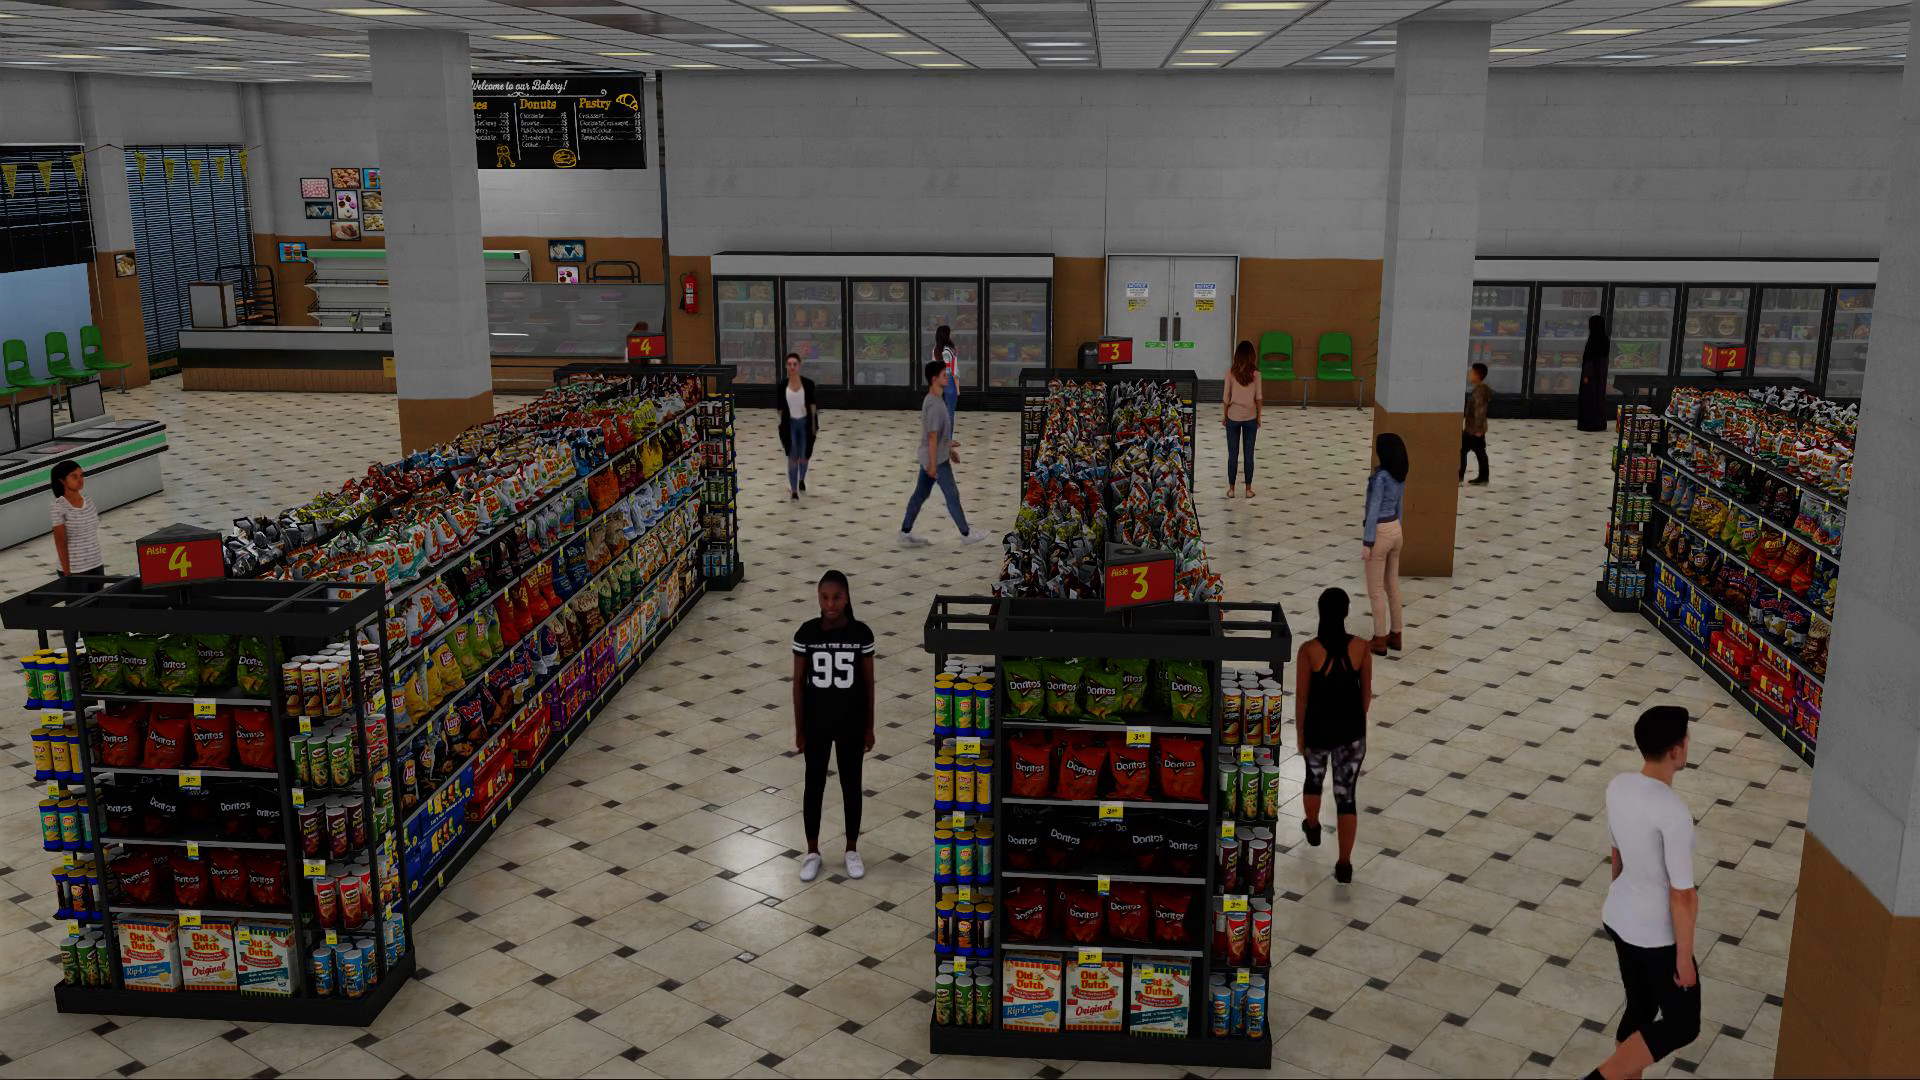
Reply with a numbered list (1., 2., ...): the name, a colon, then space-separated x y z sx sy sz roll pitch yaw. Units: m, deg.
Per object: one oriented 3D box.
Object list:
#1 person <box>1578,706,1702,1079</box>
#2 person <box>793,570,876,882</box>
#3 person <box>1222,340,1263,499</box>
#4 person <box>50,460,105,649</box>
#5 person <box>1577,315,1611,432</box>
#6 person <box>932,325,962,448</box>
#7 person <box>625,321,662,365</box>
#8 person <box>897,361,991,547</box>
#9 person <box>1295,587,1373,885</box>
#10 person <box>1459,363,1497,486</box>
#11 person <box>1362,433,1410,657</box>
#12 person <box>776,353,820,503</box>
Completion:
1. person: 2.704 1.566 6.685 0.878 1.840 0.867 -3 14 -10
2. person: -0.693 1.016 9.188 0.637 1.728 0.610 -1 14 -4
3. person: 3.202 -1.374 18.912 0.611 1.791 0.538 2 14 10
4. person: -6.750 0.197 12.737 0.649 1.646 0.496 3 14 12
5. person: 8.874 -2.331 23.236 0.719 1.611 0.778 -11 17 -38
6. person: -0.200 -2.044 22.049 0.668 1.614 0.687 11 17 38
7. person: -3.999 -1.844 21.045 0.636 1.697 1.158 0 14 2
8. person: -0.332 -0.818 16.501 0.866 1.846 1.134 -1 14 -4
9. person: 2.069 1.087 9.124 0.595 1.620 1.095 1 14 3
10. person: 6.129 -1.341 19.519 0.789 1.439 0.780 7 15 27
11. person: 3.368 0.023 13.197 0.696 1.769 0.765 -12 18 -41
12. person: -1.821 -1.272 18.805 0.770 1.643 1.167 -1 14 -5
